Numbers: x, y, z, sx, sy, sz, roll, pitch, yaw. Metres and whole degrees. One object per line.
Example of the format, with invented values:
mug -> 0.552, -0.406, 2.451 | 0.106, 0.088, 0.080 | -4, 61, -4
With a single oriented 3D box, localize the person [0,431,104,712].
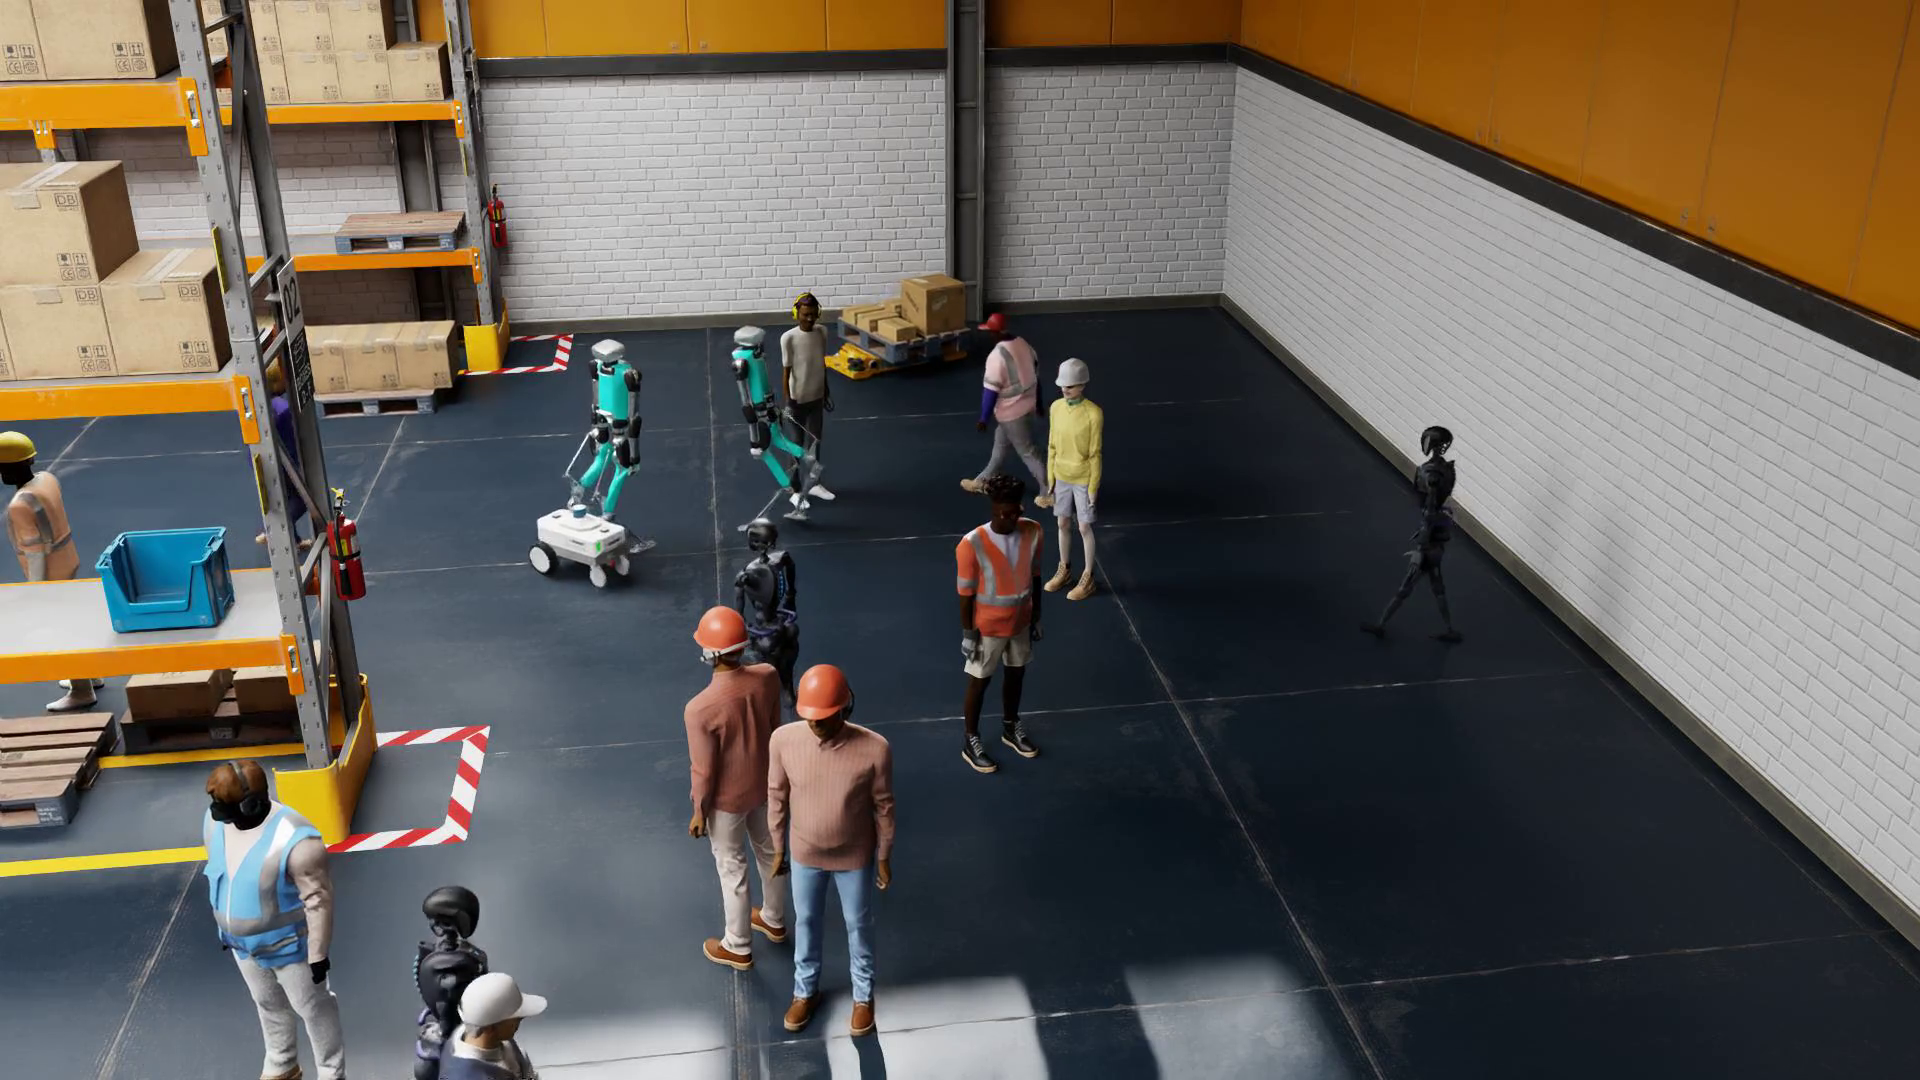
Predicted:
person -> -5.973, 0.204, 10.871 | 0.380, 1.927, 0.587 | -4, 24, -8

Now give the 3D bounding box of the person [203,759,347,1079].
person -> -3.052, 1.777, 7.397 | 0.622, 1.840, 0.431 | 10, 26, 22

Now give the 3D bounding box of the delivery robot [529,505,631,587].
delivery robot -> -2.957, 0.007, 13.001 | 0.759, 0.575, 0.499 | 15, 28, 30

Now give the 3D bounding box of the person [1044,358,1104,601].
person -> 0.858, -0.463, 12.455 | 0.469, 1.884, 0.405 | 16, 28, 32

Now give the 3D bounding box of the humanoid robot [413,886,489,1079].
humanoid robot -> -2.106, 2.144, 6.768 | 0.454, 1.647, 0.611 | -5, 24, -11

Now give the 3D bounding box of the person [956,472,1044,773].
person -> 0.253, 0.496, 10.179 | 0.597, 1.957, 0.379 | -15, 28, -31

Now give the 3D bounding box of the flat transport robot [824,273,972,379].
flat transport robot -> -0.691, -2.017, 17.993 | 1.431, 0.231, 0.659 | -15, 28, -30

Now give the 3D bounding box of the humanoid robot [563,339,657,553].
humanoid robot -> -2.820, -0.650, 13.050 | 0.548, 1.794, 0.781 | 18, 29, 35

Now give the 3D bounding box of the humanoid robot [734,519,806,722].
humanoid robot -> -1.149, 0.645, 10.218 | 0.727, 1.636, 0.602 | 16, 28, 32

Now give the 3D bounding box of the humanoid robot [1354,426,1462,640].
humanoid robot -> 3.256, -0.045, 11.785 | 0.767, 1.625, 0.598 | 7, 25, 15

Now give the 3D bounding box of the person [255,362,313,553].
person -> -5.358, -0.596, 13.070 | 0.492, 1.612, 0.530 | 17, 29, 34

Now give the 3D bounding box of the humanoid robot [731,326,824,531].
humanoid robot -> -1.434, -0.853, 13.549 | 0.847, 1.779, 0.548 | 5, 24, 11

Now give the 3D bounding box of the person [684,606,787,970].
person -> -1.137, 1.252, 8.400 | 0.389, 1.995, 0.610 | 18, 30, 35

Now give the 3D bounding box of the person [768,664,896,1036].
person -> -0.611, 1.474, 7.895 | 0.612, 1.993, 0.393 | 4, 24, 9

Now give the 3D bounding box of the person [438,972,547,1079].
person -> -1.662, 2.347, 6.235 | 0.661, 1.724, 0.747 | -6, 24, -14

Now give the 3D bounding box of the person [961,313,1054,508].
person -> 0.468, -1.097, 14.153 | 0.984, 1.678, 0.602 | 12, 26, 25

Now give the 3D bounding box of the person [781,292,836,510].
person -> -1.281, -1.192, 14.128 | 0.328, 1.865, 0.509 | 22, 32, 40
